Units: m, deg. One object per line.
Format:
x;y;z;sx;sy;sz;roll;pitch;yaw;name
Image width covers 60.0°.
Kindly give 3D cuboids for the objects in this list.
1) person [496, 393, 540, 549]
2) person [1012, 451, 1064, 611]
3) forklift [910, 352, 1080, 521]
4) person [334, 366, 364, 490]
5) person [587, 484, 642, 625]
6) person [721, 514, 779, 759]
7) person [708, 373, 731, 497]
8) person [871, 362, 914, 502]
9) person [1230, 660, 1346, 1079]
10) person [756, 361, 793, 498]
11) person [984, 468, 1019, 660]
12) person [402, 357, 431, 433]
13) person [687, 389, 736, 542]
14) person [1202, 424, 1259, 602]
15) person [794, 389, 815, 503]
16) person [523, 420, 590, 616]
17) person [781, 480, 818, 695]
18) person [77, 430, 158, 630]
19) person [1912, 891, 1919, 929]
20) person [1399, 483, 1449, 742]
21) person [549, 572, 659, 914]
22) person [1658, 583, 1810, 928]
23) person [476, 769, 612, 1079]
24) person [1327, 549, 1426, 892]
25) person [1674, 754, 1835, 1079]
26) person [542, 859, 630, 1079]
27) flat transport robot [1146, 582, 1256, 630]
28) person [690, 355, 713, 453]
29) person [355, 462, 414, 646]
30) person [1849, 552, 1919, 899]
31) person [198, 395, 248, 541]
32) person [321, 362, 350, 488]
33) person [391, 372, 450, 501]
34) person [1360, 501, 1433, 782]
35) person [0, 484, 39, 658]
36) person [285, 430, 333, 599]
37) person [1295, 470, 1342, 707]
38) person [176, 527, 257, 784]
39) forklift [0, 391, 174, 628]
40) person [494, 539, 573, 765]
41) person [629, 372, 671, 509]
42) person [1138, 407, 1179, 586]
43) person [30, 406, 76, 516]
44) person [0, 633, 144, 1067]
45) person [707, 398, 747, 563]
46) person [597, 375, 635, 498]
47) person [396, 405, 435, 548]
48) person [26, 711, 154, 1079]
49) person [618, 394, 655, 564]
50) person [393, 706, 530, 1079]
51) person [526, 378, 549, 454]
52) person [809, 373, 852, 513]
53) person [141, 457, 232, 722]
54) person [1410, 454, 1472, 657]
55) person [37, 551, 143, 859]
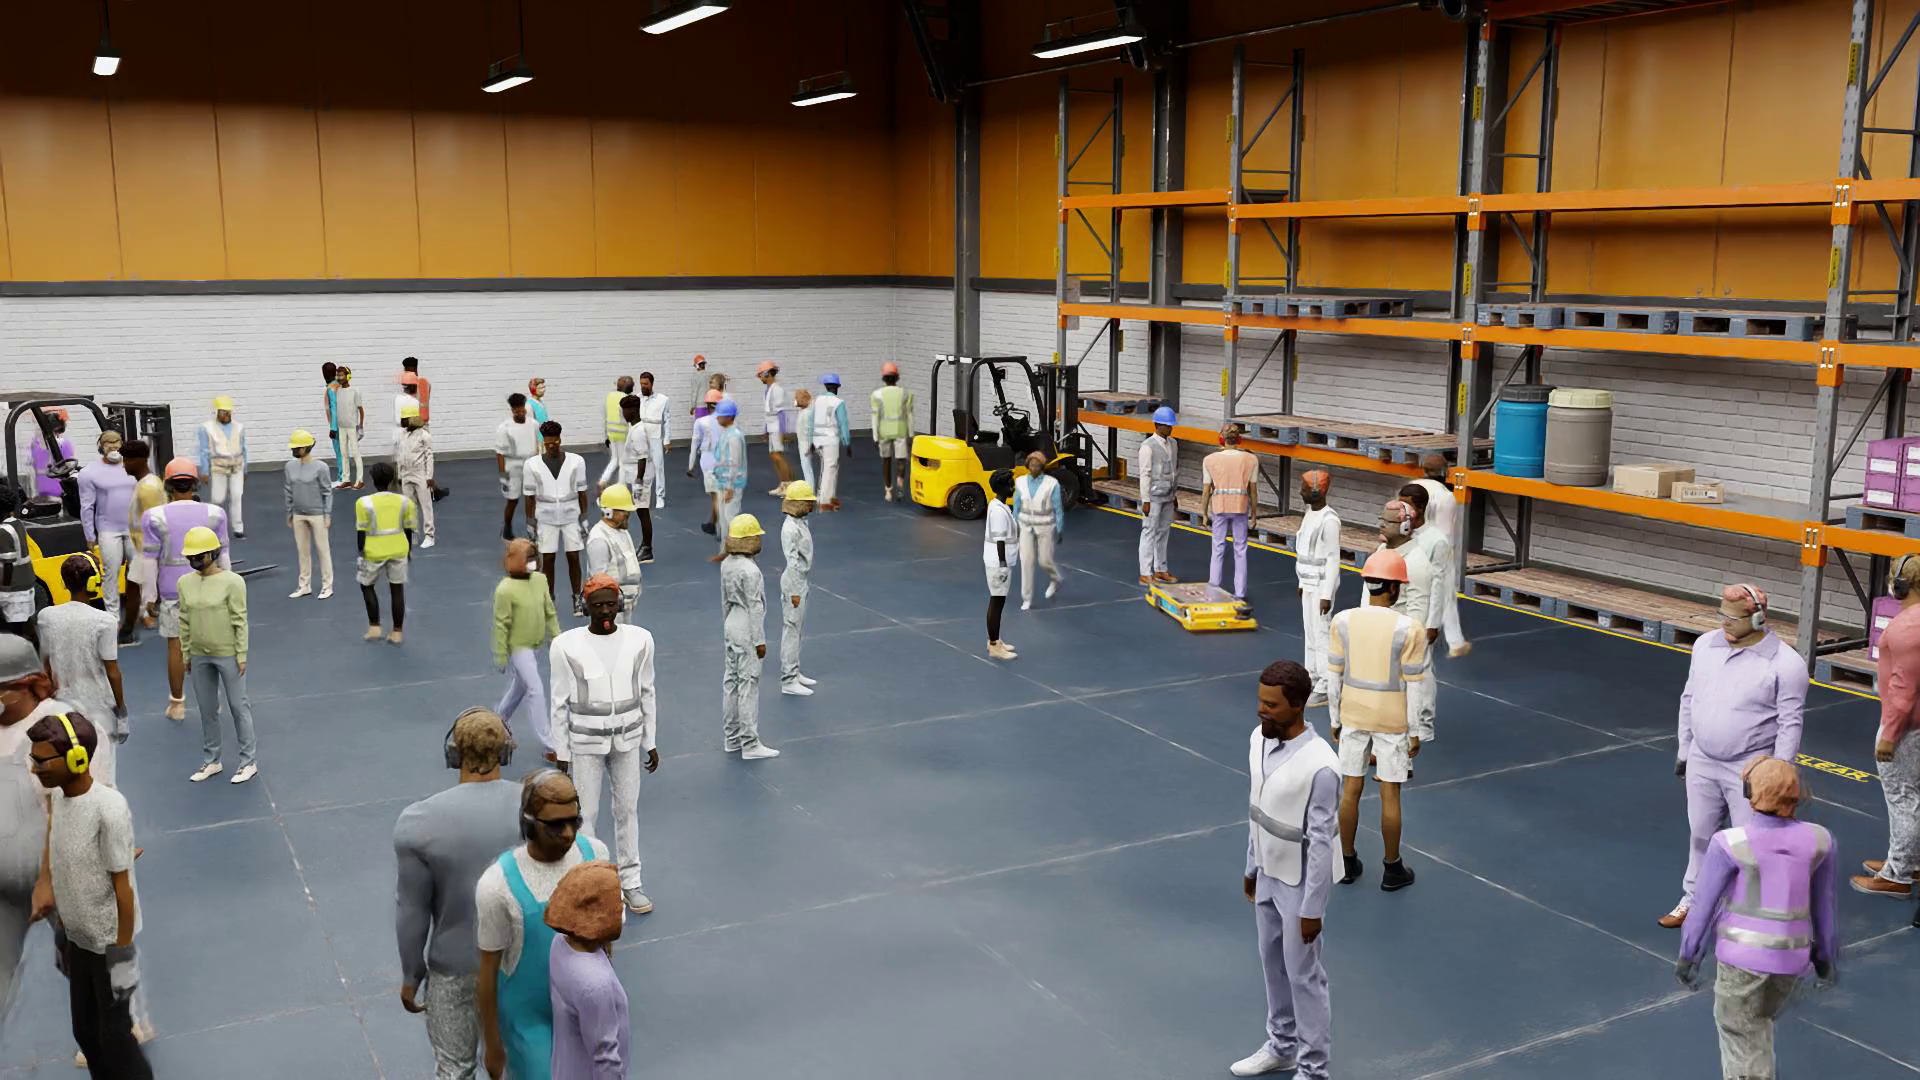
-5.316;-0.836;20.082;0.611;1.898;0.988;-9;13;-43;person
0.809;-0.117;16.753;0.558;1.613;0.552;4;11;23;person
0.460;-1.461;22.833;2.313;2.155;1.214;-5;11;-28;forklift
-9.229;-1.681;25.063;0.538;1.860;0.313;3;10;17;person
-2.649;0.470;12.802;0.403;1.821;0.602;1;10;5;person
-1.514;0.677;11.820;0.297;1.745;0.484;-7;12;-34;person
-3.522;-1.520;24.220;0.402;1.830;0.511;-9;13;-41;person
-0.962;-1.524;23.688;0.612;2.020;0.778;0;10;-2;person
1.400;1.430;7.019;0.388;1.910;0.586;-3;10;-18;person
-2.716;-1.623;24.356;0.472;1.990;0.694;-4;11;-21;person
0.366;0.204;14.680;0.316;1.695;0.542;0;10;-1;person
-8.467;-1.876;25.898;0.374;1.959;0.603;2;10;13;person
-3.051;-0.934;20.718;0.562;1.888;1.011;-7;12;-36;person
2.748;-0.261;16.966;0.560;1.836;0.394;1;10;6;person
-2.219;-1.338;23.768;0.277;1.627;0.505;-3;10;-15;person
-3.953;-0.210;16.326;0.621;1.952;0.384;-3;10;-16;person
-1.307;0.377;13.547;0.321;1.742;0.492;0;10;1;person
-7.921;-0.081;15.668;0.635;1.929;0.376;-9;13;-42;person
5.295;1.140;8.641;0.384;1.925;0.550;-8;12;-37;person
3.342;0.530;12.190;0.386;1.913;0.601;-4;10;-20;person
-1.902;1.107;8.947;0.574;1.883;0.356;-5;11;-28;person
3.982;1.158;8.603;0.406;1.902;0.636;-6;12;-33;person
-1.478;1.663;5.902;0.500;1.828;0.541;9;13;43;person
2.347;1.009;9.379;0.547;1.928;0.385;6;12;33;person
3.124;1.650;6.542;0.613;1.619;0.407;-2;10;-9;person
-1.197;1.837;5.461;0.280;1.632;0.503;-5;11;-28;person
2.344;0.629;16.333;0.652;0.197;1.431;-2;10;-10;flat transport robot
-4.600;-2.420;29.648;0.338;1.742;0.562;8;13;38;person
-5.267;0.122;15.181;0.560;1.678;0.531;-8;13;-39;person
5.251;1.028;9.248;0.379;1.937;0.629;10;14;44;person
-9.152;-0.902;20.687;0.588;1.820;0.607;9;13;41;person
-9.469;-1.748;25.296;0.399;1.913;0.590;-2;10;-9;person
-7.767;-1.444;23.626;0.561;1.877;1.004;6;12;32;person
2.926;0.678;11.333;0.409;1.913;0.642;-2;10;-12;person
-7.757;0.387;13.622;0.321;1.696;0.537;-3;10;-17;person
-6.721;-0.260;17.158;0.527;1.765;0.329;2;10;14;person
2.817;0.375;13.155;0.359;1.884;0.573;-1;10;-6;person
-5.038;0.775;11.225;0.518;1.760;0.330;2;10;11;person
-9.026;-0.363;16.508;1.214;2.155;2.313;6;11;29;forklift
-3.078;0.762;11.756;0.846;1.594;0.499;4;11;22;person
-4.334;-1.395;23.245;0.597;1.917;0.374;1;10;8;person
2.144;-0.464;17.829;0.411;1.943;0.610;8;13;40;person
-9.915;-0.554;18.458;0.573;1.894;0.940;5;11;25;person
-4.010;1.359;7.041;0.700;2.000;1.019;4;11;22;person
-2.631;-0.657;18.944;0.403;1.944;0.618;-3;10;-18;person
-4.882;-1.464;23.953;0.625;1.814;0.540;7;12;35;person
-6.617;-0.771;20.158;0.492;1.742;0.315;4;11;20;person
-3.332;1.562;6.415;0.530;1.854;0.324;7;12;36;person
-3.712;-0.706;19.166;0.389;1.958;0.608;-2;10;-9;person
-1.753;1.567;6.175;0.639;1.928;0.374;-5;11;-29;person
-5.862;-1.320;23.023;0.389;1.847;0.566;0;10;-1;person
-1.775;-1.339;22.952;0.716;1.898;0.642;10;14;44;person
-5.912;0.376;12.744;0.613;2.031;0.410;-7;12;-34;person
4.225;0.141;14.745;0.739;1.799;0.635;-5;11;-28;person
-5.073;0.994;9.670;0.510;1.861;0.324;1;10;8;person
